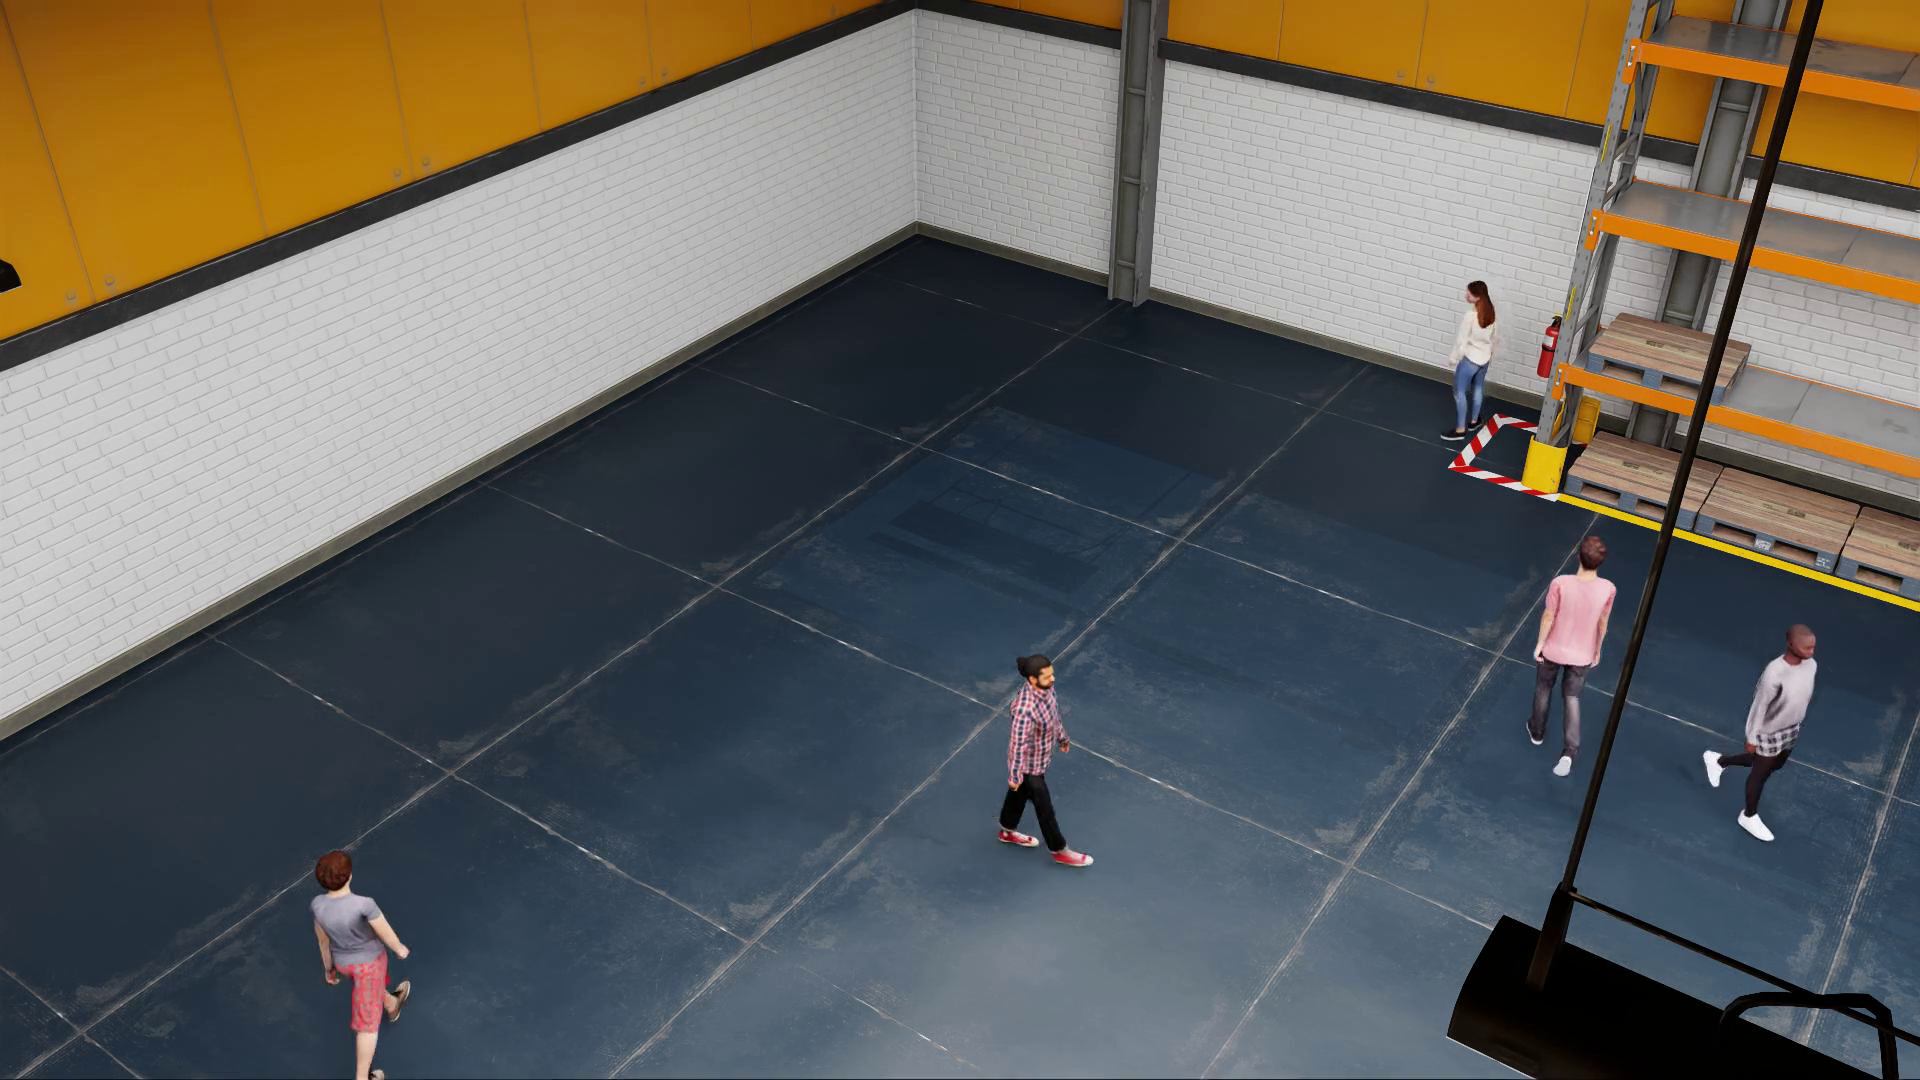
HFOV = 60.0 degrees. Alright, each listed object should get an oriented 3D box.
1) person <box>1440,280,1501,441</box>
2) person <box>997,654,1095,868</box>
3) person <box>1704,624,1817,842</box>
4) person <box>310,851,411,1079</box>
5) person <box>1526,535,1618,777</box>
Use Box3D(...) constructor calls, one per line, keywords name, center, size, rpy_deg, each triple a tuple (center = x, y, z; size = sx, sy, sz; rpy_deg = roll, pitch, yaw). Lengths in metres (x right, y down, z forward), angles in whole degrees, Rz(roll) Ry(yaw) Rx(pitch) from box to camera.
Box3D(name="person", center=(5.146, -1.804, 16.476), size=(0.848, 1.679, 0.715), rpy_deg=(-13, 36, -18))
Box3D(name="person", center=(0.428, 1.484, 11.476), size=(1.079, 1.737, 0.905), rpy_deg=(9, 35, 13))
Box3D(name="person", center=(5.685, 1.280, 11.762), size=(0.890, 1.761, 1.051), rpy_deg=(-15, 37, -22))
Box3D(name="person", center=(-3.600, 2.598, 9.914), size=(1.162, 1.611, 0.962), rpy_deg=(6, 34, 9))
Box3D(name="person", center=(4.479, 0.864, 12.228), size=(1.109, 1.938, 1.000), rpy_deg=(4, 34, 7))
